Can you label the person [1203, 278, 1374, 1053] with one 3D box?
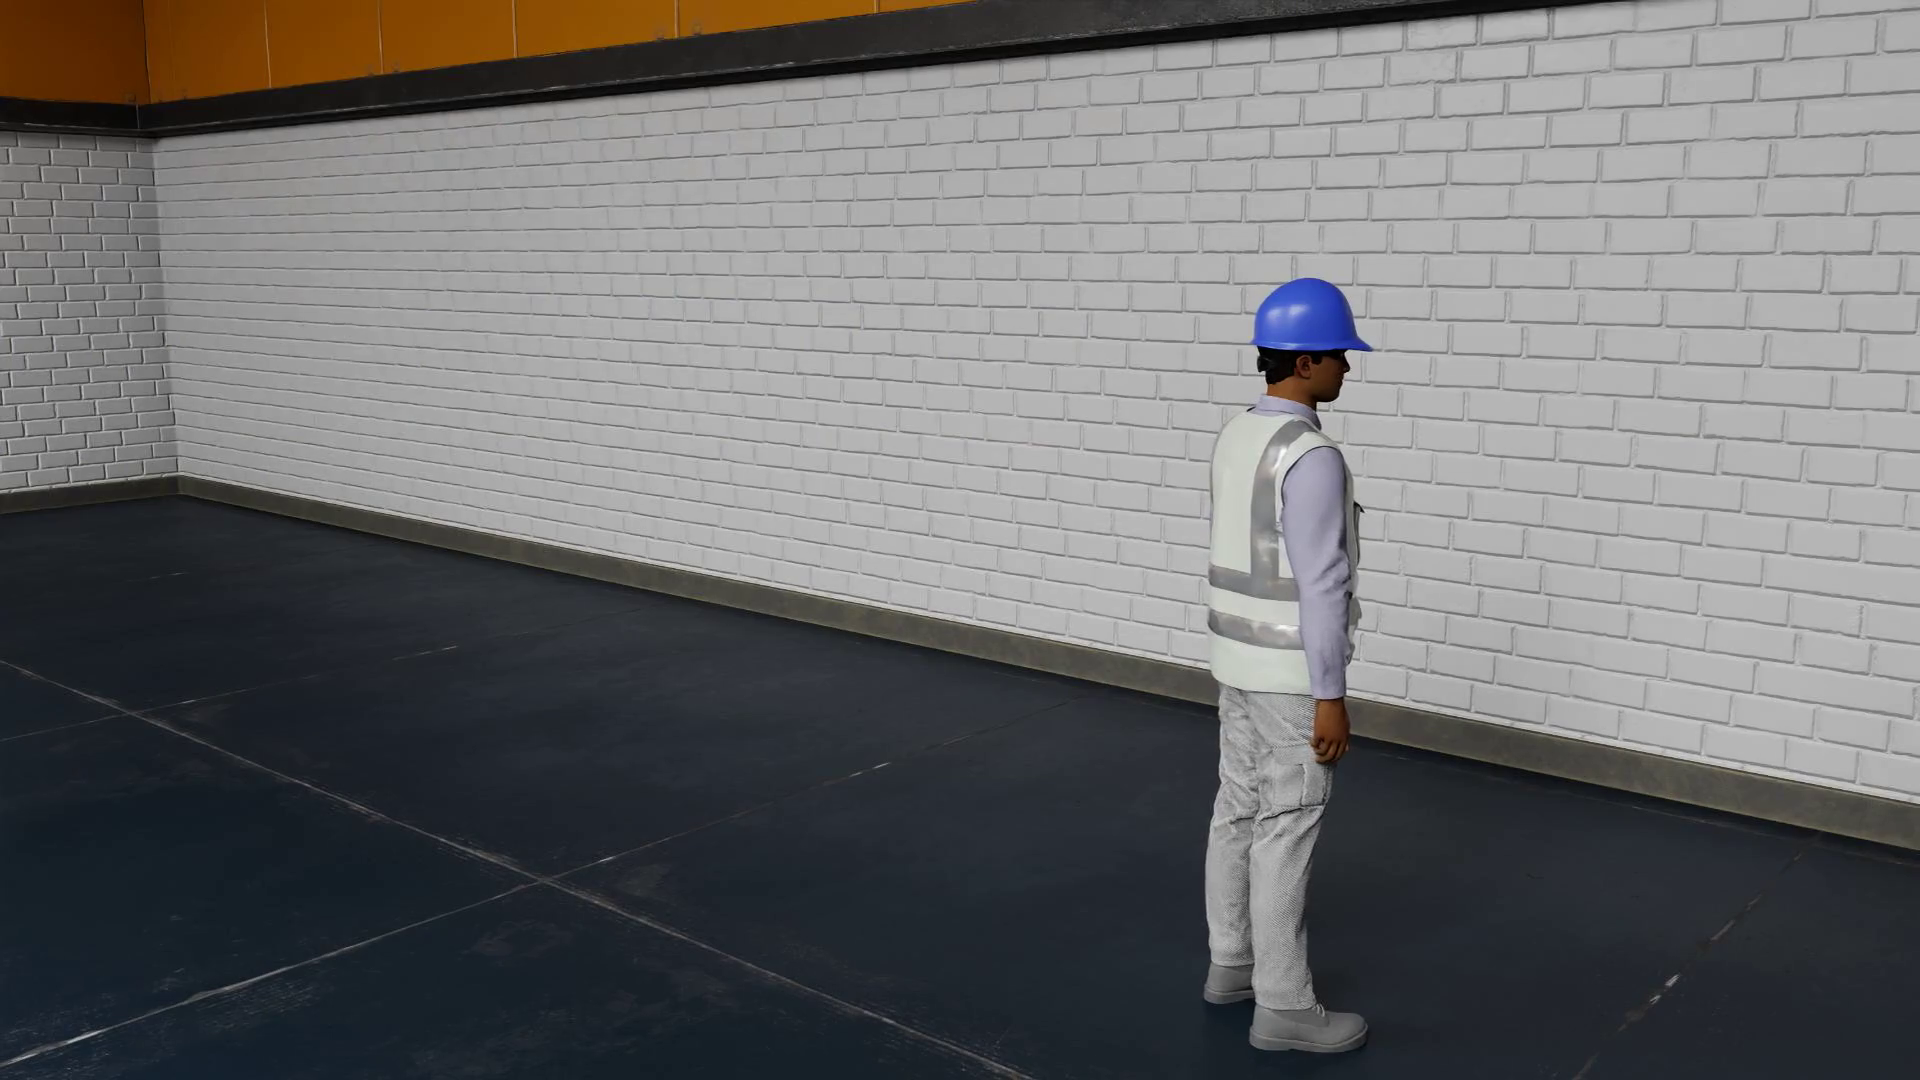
[{"bbox_3d":[0.826,0.317,4.237,0.388,1.947,0.614,-2,10,-14],"label":"person"}]
